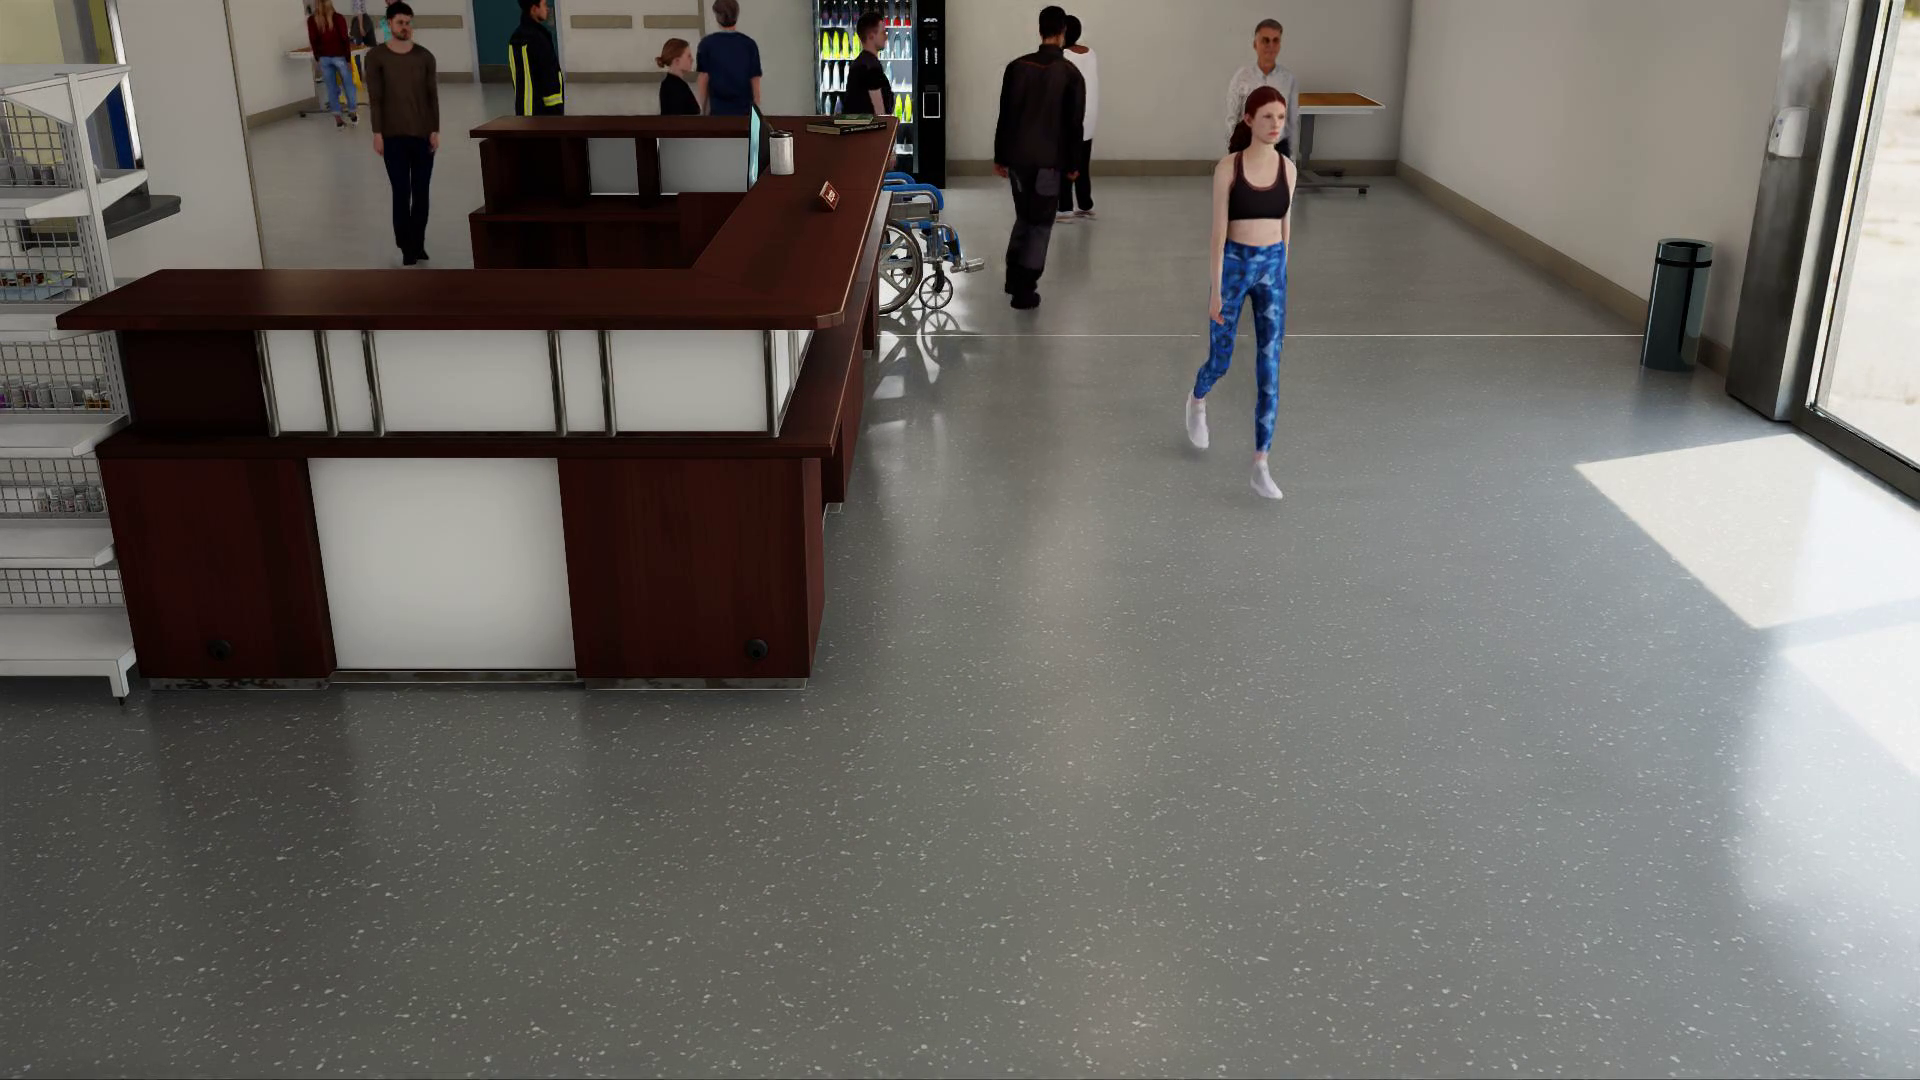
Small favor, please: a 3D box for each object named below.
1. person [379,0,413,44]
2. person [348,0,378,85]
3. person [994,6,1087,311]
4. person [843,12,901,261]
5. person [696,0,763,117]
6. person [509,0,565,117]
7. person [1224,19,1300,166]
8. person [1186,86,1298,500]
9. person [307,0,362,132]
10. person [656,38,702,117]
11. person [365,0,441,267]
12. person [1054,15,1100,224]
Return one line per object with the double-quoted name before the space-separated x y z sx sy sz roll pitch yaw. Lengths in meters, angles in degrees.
"person" -6.870 -5.918 20.473 0.941 1.534 0.644 2 21 4
"person" -8.787 -7.634 24.754 0.809 1.711 0.632 0 21 0
"person" 0.467 -2.435 10.742 0.814 1.914 0.925 7 22 19
"person" -0.749 -2.773 11.759 0.716 1.826 0.718 -3 21 -7
"person" -1.800 -3.325 13.187 0.945 1.845 0.871 -4 21 -10
"person" -3.457 -3.533 13.620 0.913 1.928 0.886 -16 26 -35
"person" 2.058 -2.636 11.426 0.799 1.805 0.707 0 21 0
"person" 1.247 -1.110 7.468 1.129 1.754 0.776 -4 21 -11
"person" -7.426 -5.649 19.668 0.914 1.601 0.801 -4 21 -10
"person" -2.006 -2.572 11.438 0.713 1.676 0.704 -8 22 -20
"person" -4.091 -2.991 12.275 0.856 1.867 0.903 -12 24 -30
"person" 0.935 -3.535 13.978 0.770 1.679 0.832 -19 28 -41
